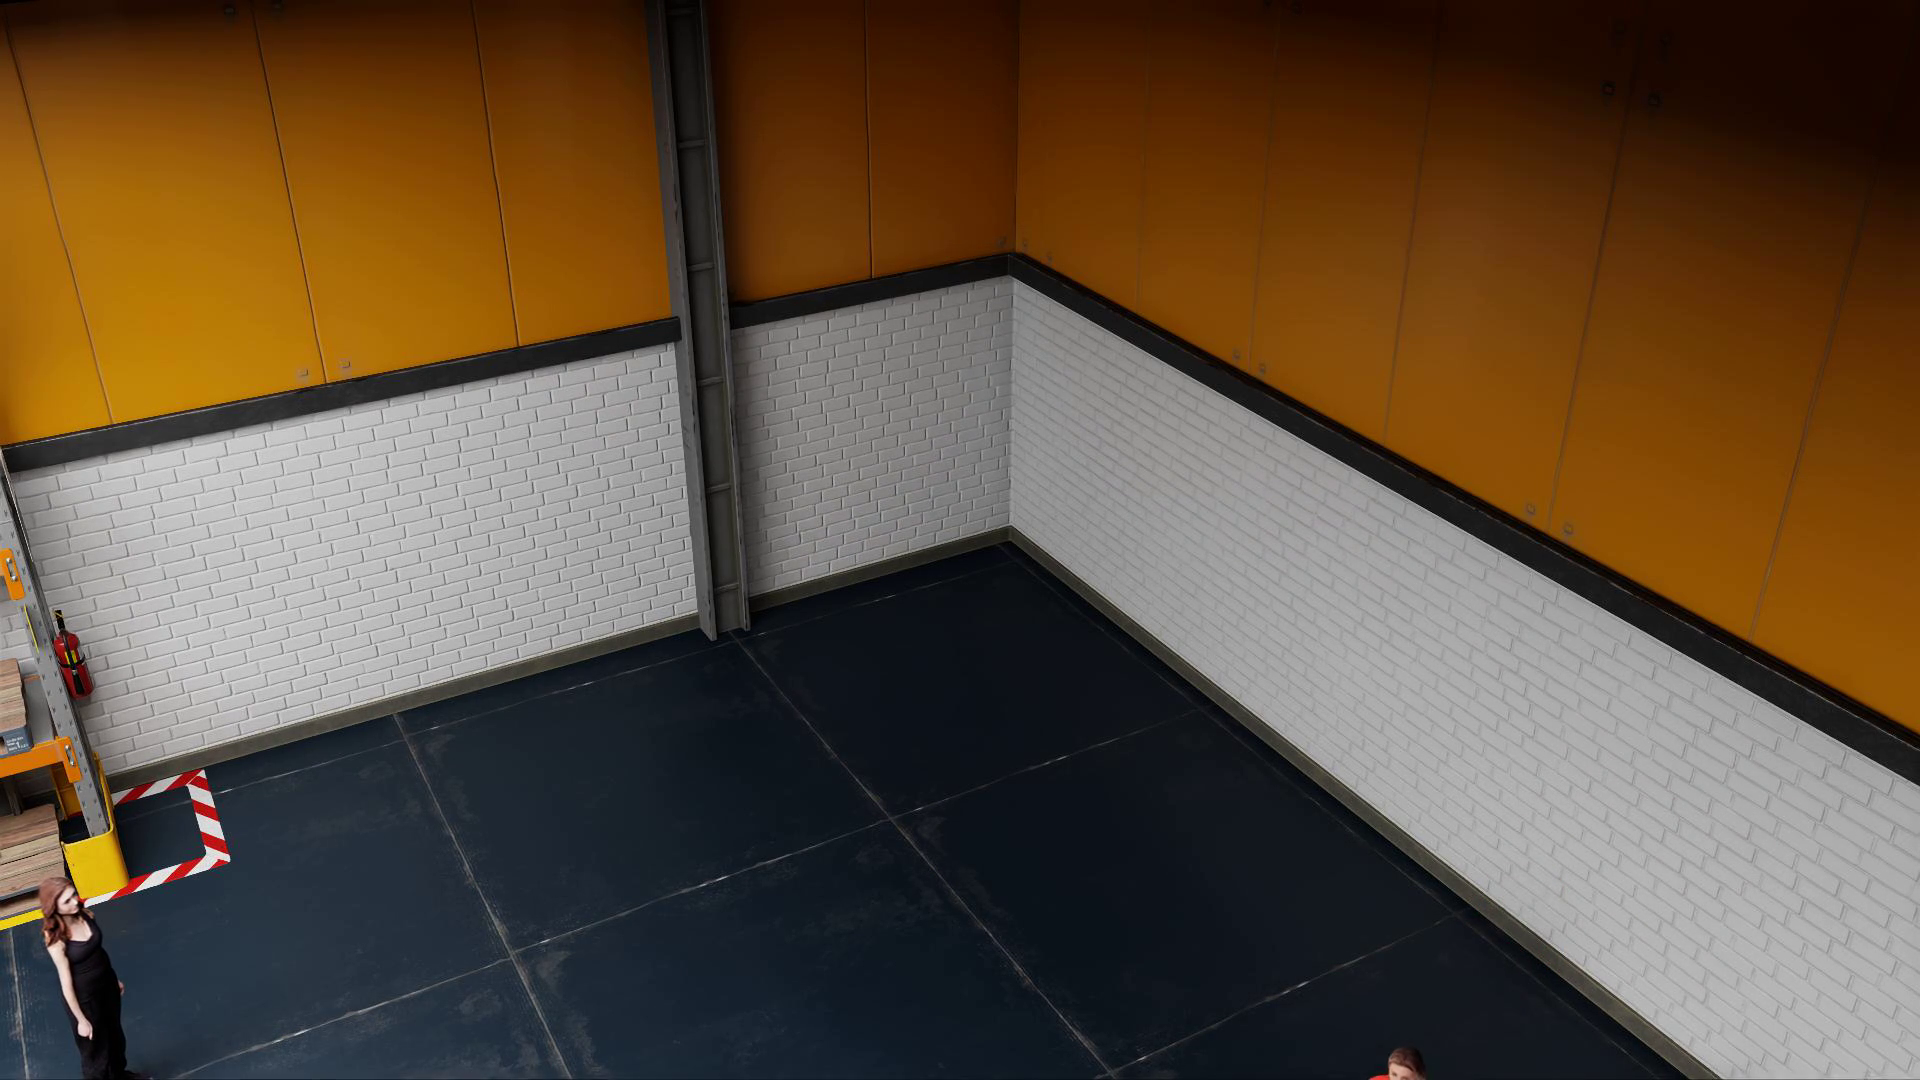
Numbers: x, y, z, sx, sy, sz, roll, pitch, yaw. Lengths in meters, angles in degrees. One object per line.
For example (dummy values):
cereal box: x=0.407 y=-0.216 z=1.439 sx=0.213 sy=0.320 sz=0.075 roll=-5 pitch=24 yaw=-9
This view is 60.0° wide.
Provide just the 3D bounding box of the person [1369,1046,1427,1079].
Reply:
person: x=2.370 y=3.350 z=8.984 sx=0.847 sy=1.675 sz=1.032 roll=18 pitch=33 yaw=30

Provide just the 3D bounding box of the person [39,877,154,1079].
person: x=-5.265 y=2.732 z=10.042 sx=0.680 sy=1.746 sz=0.664 roll=2 pitch=29 yaw=3
